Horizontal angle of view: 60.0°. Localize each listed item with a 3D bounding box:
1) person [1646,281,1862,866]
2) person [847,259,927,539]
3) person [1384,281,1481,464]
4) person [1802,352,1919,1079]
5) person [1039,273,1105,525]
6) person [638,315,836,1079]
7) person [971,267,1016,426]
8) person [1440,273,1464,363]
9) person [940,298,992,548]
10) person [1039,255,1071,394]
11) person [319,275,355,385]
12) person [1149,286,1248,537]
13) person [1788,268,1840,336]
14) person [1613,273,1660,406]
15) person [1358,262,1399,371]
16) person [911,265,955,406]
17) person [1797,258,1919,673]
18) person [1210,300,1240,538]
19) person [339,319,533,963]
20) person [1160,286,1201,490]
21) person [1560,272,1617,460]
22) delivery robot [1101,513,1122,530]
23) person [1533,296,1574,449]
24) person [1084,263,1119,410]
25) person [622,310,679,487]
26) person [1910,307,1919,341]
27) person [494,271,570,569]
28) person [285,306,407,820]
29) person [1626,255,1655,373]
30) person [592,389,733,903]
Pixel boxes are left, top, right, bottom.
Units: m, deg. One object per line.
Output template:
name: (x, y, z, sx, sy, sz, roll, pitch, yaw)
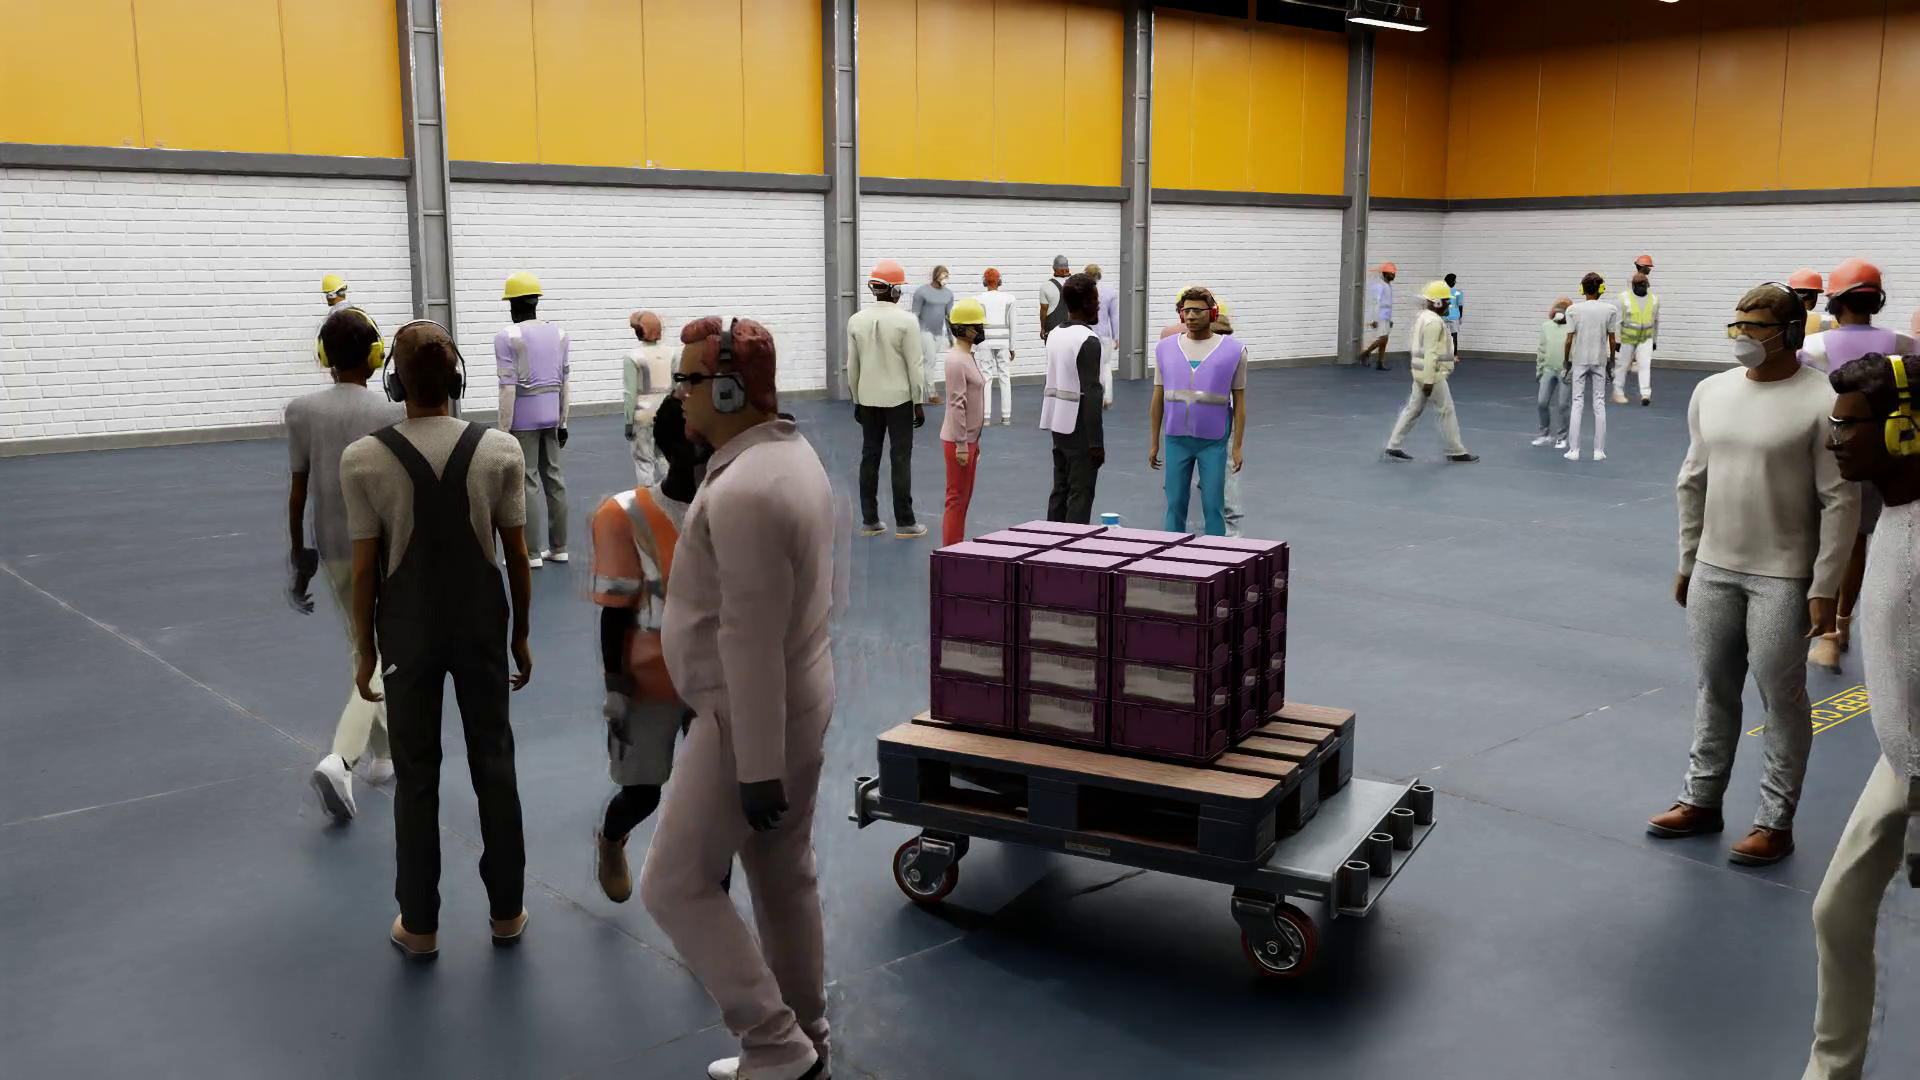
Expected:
person: (2.672, 0.113, 5.574, 0.376, 1.940, 0.629, -5, 11, -28)
person: (-0.517, -1.004, 11.950, 0.611, 1.996, 0.378, 5, 11, 28)
person: (4.604, -1.627, 16.225, 0.915, 1.788, 0.607, 1, 10, 4)
person: (2.125, 0.522, 3.605, 0.709, 1.855, 0.532, 2, 10, 11)
person: (0.697, -0.639, 10.033, 0.388, 1.921, 0.593, -4, 10, -22)
person: (-0.505, 0.426, 3.902, 0.449, 1.890, 0.652, 1, 10, 7)
person: (0.394, -2.306, 19.897, 0.575, 1.886, 0.362, -2, 10, -12)
person: (9.292, -4.210, 31.597, 0.530, 1.695, 0.321, 5, 11, 26)
person: (0.041, -0.610, 10.314, 0.315, 1.769, 0.525, 1, 10, 8)
person: (1.462, -3.140, 24.322, 0.684, 2.000, 0.538, -2, 10, -12)
person: (-6.692, -1.946, 17.972, 0.403, 1.822, 0.587, -1, 10, -7)
person: (1.414, -0.581, 9.915, 0.570, 1.841, 0.377, 4, 10, 21)
person: (6.270, -1.065, 12.485, 0.549, 1.934, 0.374, 5, 11, 29)
person: (9.196, -2.722, 22.620, 0.654, 1.784, 0.984, 1, 10, 4)
person: (7.414, -3.923, 29.277, 0.556, 1.925, 0.554, 6, 12, 32)
person: (-0.345, -2.768, 22.574, 0.661, 1.892, 0.819, -9, 13, -43)
person: (4.386, -0.385, 8.318, 0.618, 2.001, 0.937, 3, 10, 14)
person: (1.876, -0.869, 12.023, 0.429, 1.700, 0.571, 5, 11, 26)
person: (-1.489, 0.294, 4.791, 0.508, 1.847, 0.345, -4, 11, -25)
person: (1.955, -1.298, 14.348, 0.526, 1.765, 0.329, -2, 10, -13)
person: (6.245, -1.719, 16.524, 0.518, 1.865, 0.329, 3, 10, 14)
delivery robot: (0.852, 0.092, 9.473, 0.477, 0.478, 0.707, -3, 10, -17)
person: (6.290, -1.748, 17.438, 0.521, 1.610, 0.431, 9, 13, 44)
person: (1.751, -2.657, 21.814, 0.649, 1.936, 0.403, 0, 10, 1)
person: (-2.256, -0.876, 12.255, 0.437, 1.626, 0.530, 8, 12, 38)
person: (8.684, -1.415, 14.636, 0.638, 1.902, 0.408, -1, 10, -3)
person: (-2.786, -0.772, 10.794, 0.374, 1.924, 0.594, 6, 11, 32)
person: (-2.231, 0.069, 6.130, 0.531, 1.849, 0.854, 1, 10, 6)
person: (11.779, -3.910, 28.832, 0.393, 2.039, 0.613, -2, 10, -9)
person: (-0.828, 0.381, 4.768, 0.530, 1.672, 0.716, -6, 11, -32)
